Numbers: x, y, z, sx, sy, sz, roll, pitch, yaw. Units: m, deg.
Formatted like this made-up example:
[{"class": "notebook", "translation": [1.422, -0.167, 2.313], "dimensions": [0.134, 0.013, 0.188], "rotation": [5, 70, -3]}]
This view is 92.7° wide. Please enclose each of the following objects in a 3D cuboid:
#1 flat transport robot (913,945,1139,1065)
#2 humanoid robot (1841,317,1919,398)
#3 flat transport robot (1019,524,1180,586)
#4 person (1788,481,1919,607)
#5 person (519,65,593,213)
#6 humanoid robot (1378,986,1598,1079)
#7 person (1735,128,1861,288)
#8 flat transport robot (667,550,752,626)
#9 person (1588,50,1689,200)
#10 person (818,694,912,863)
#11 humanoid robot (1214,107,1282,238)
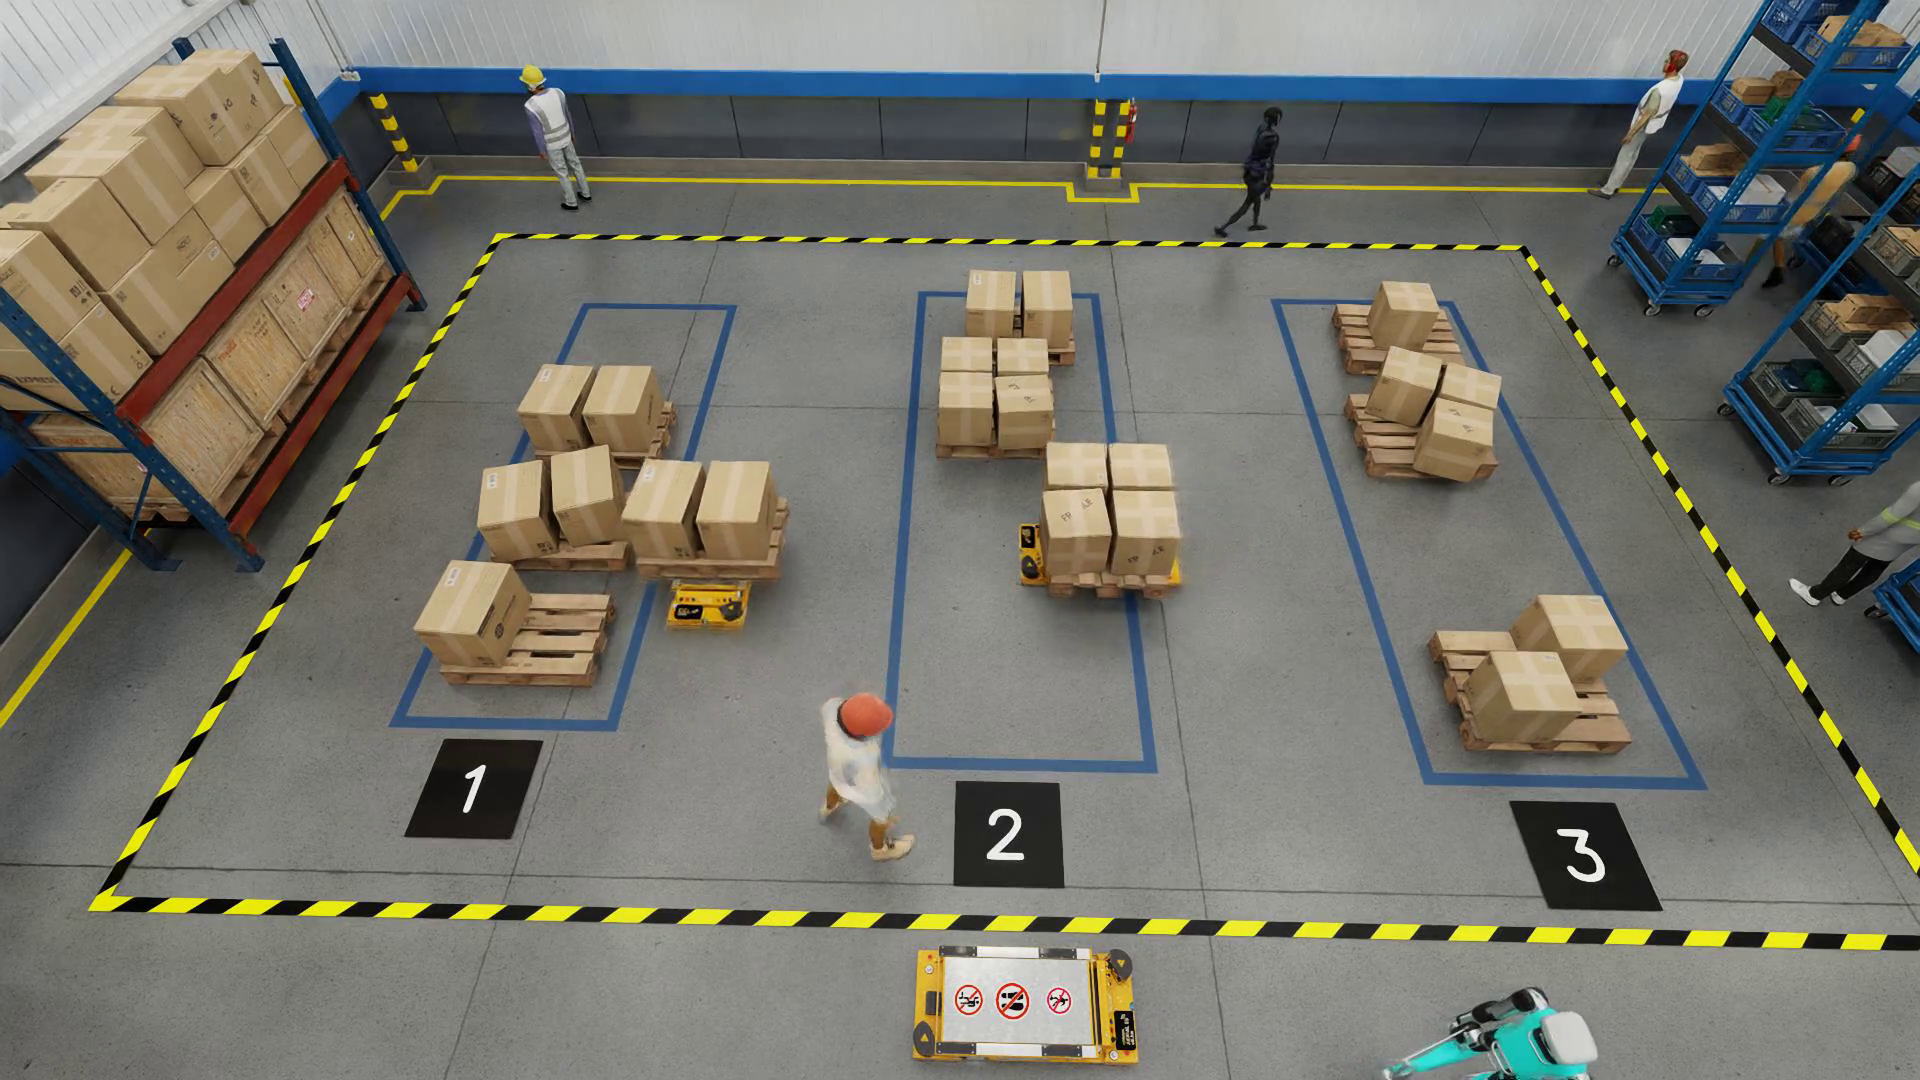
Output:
[{"class": "flat transport robot", "translation": [0.422, 3.041, 6.007], "dimensions": [1.431, 0.231, 0.659], "rotation": [1, 51, 1]}, {"class": "humanoid robot", "translation": [9.310, -2.031, 9.230], "dimensions": [0.597, 1.653, 0.376], "rotation": [6, 51, 5]}, {"class": "flat transport robot", "translation": [1.266, 0.100, 8.387], "dimensions": [1.431, 0.197, 0.652], "rotation": [1, 51, 1]}, {"class": "person", "translation": [7.698, -0.086, 7.535], "dimensions": [0.589, 1.852, 0.365], "rotation": [0, 51, 0]}, {"class": "person", "translation": [-5.126, -5.072, 11.608], "dimensions": [0.404, 1.836, 0.597], "rotation": [24, 55, 18]}, {"class": "humanoid robot", "translation": [2.830, 2.975, 5.122], "dimensions": [1.058, 1.733, 0.555], "rotation": [-11, 52, -9]}, {"class": "person", "translation": [9.541, -3.704, 10.440], "dimensions": [0.559, 1.917, 0.538], "rotation": [-5, 51, -4]}, {"class": "flat transport robot", "translation": [-2.194, 0.136, 8.357], "dimensions": [0.652, 0.197, 1.431], "rotation": [1, 51, 1]}, {"class": "person", "translation": [8.789, -5.303, 11.792], "dimensions": [0.568, 1.840, 0.373], "rotation": [-33, 58, -24]}, {"class": "person", "translation": [-0.671, 1.571, 6.100], "dimensions": [0.467, 2.021, 0.712], "rotation": [-27, 56, -20]}, {"class": "humanoid robot", "translation": [3.620, -4.504, 11.282], "dimensions": [0.772, 1.635, 0.603], "rotation": [-7, 51, -6]}]
